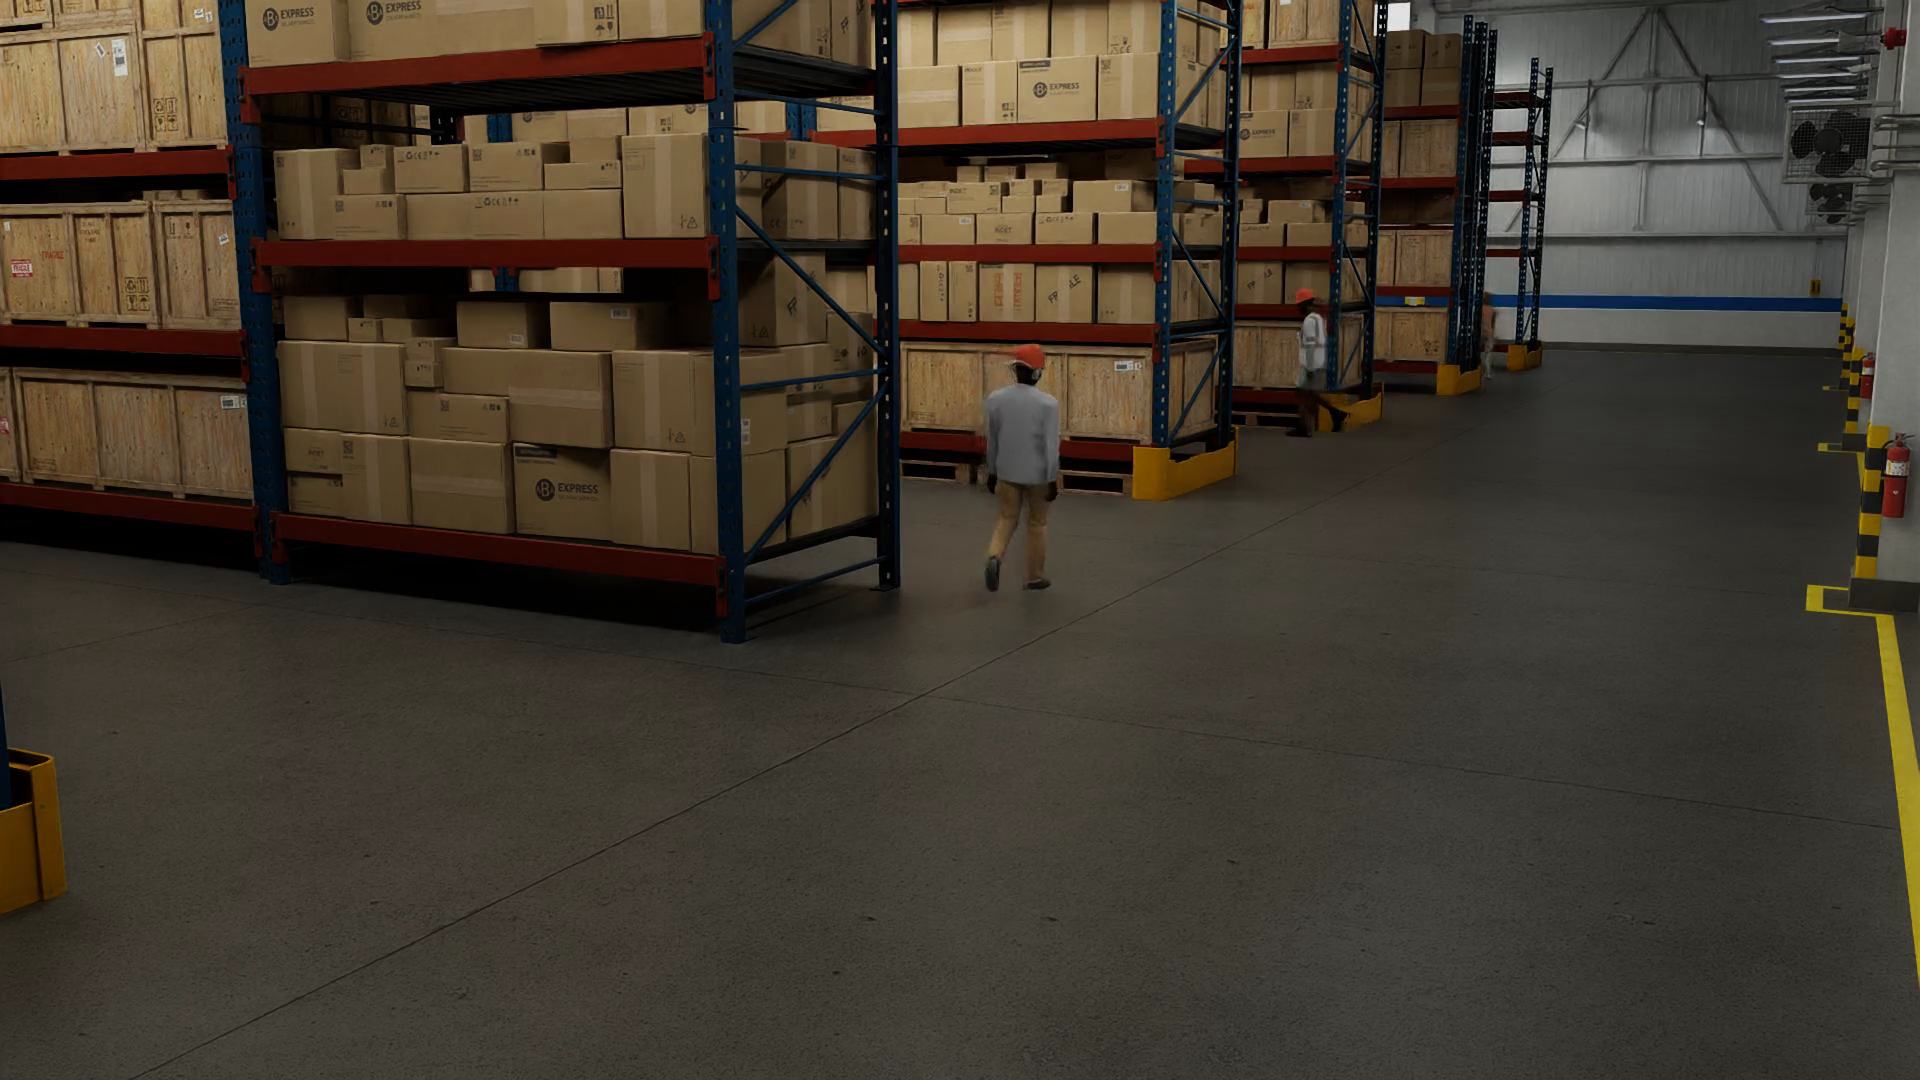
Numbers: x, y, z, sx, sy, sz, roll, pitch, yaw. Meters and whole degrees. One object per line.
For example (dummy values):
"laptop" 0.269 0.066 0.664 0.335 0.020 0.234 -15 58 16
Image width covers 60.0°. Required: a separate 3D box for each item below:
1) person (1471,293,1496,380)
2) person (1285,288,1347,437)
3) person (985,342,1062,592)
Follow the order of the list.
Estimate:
"person" 9.675 -3.780 30.845 0.512 1.590 0.873 -1 10 -4
"person" 4.524 -2.235 21.068 0.682 1.888 0.557 5 11 26
"person" 0.415 -0.474 11.301 0.573 1.730 0.619 5 11 27
